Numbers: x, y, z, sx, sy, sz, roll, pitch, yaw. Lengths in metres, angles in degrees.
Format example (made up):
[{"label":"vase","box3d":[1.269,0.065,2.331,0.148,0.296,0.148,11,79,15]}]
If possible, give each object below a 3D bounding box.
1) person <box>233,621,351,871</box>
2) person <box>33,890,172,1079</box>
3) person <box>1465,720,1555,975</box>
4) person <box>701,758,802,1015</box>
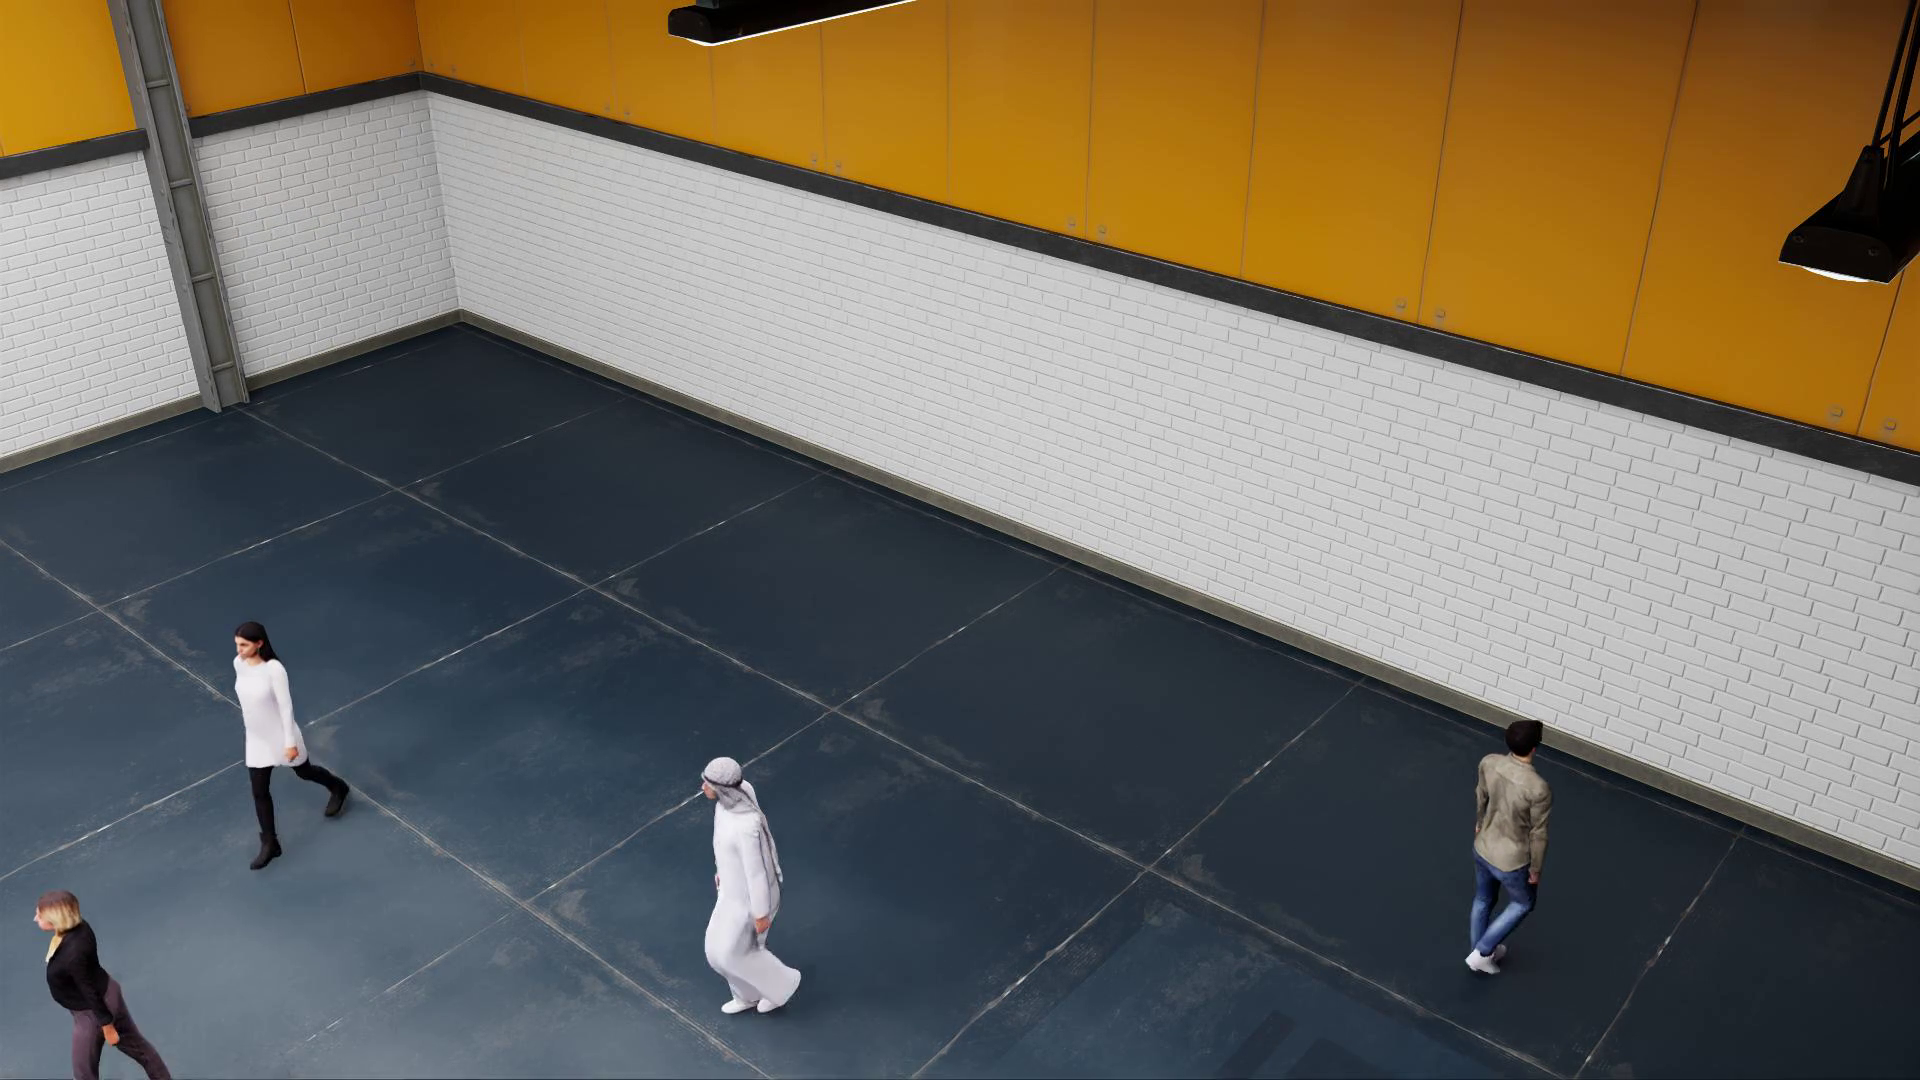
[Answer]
[{"label":"person","box3d":[-4.592,1.308,11.355,0.850,1.771,1.220,11,31,20]},{"label":"person","box3d":[-4.636,2.581,9.152,1.016,1.646,0.849,-13,31,-22]},{"label":"person","box3d":[3.261,1.924,10.134,0.777,1.859,0.802,-17,33,-28]},{"label":"person","box3d":[-1.189,2.047,9.859,0.979,1.907,0.923,-9,30,-15]}]
